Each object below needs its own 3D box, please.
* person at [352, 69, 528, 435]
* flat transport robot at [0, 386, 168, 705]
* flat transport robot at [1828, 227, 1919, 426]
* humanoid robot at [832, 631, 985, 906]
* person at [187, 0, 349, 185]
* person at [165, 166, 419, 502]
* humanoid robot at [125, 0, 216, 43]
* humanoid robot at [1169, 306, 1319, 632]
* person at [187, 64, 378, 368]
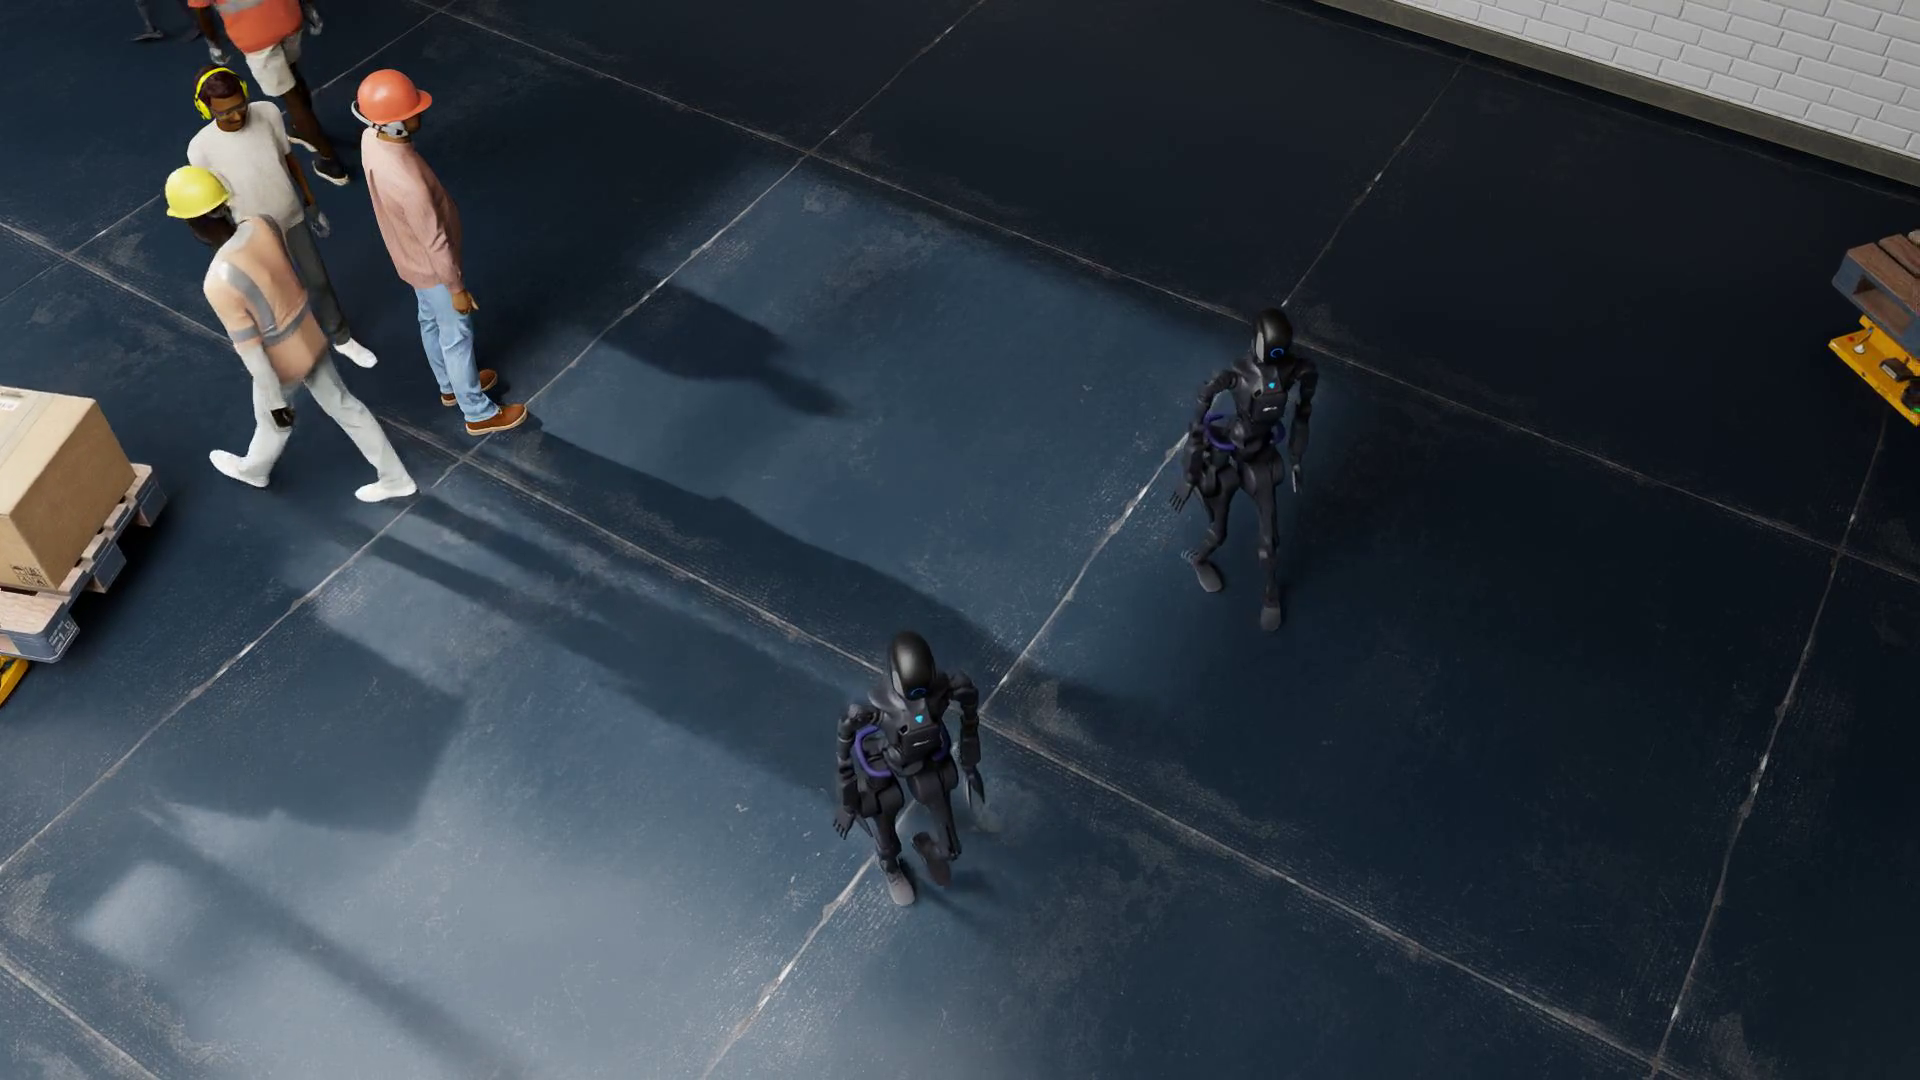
[{"bbox_3d":[-2.478,-1.328,7.832,0.380,1.994,0.610,-28,55,-23],"label":"person"},{"bbox_3d":[-4.402,0.154,7.681,0.659,0.231,1.431,8,49,7],"label":"flat transport robot"},{"bbox_3d":[5.376,-1.040,8.724,1.431,0.231,0.659,-17,51,-14],"label":"flat transport robot"},{"bbox_3d":[-0.201,0.862,6.123,0.589,1.645,0.375,-17,51,-15],"label":"humanoid robot"},{"bbox_3d":[-3.914,-2.871,9.225,0.765,1.922,0.635,30,55,24],"label":"person"},{"bbox_3d":[-3.127,-0.864,7.516,1.022,1.858,0.624,8,49,7],"label":"person"},{"bbox_3d":[-5.136,-3.815,10.227,0.553,1.635,0.615,-19,52,-16],"label":"humanoid robot"},{"bbox_3d":[1.228,-0.279,7.126,0.610,1.636,0.549,-11,50,-10],"label":"humanoid robot"},{"bbox_3d":[-3.310,-1.499,8.076,0.349,1.856,0.525,31,56,24],"label":"person"}]
